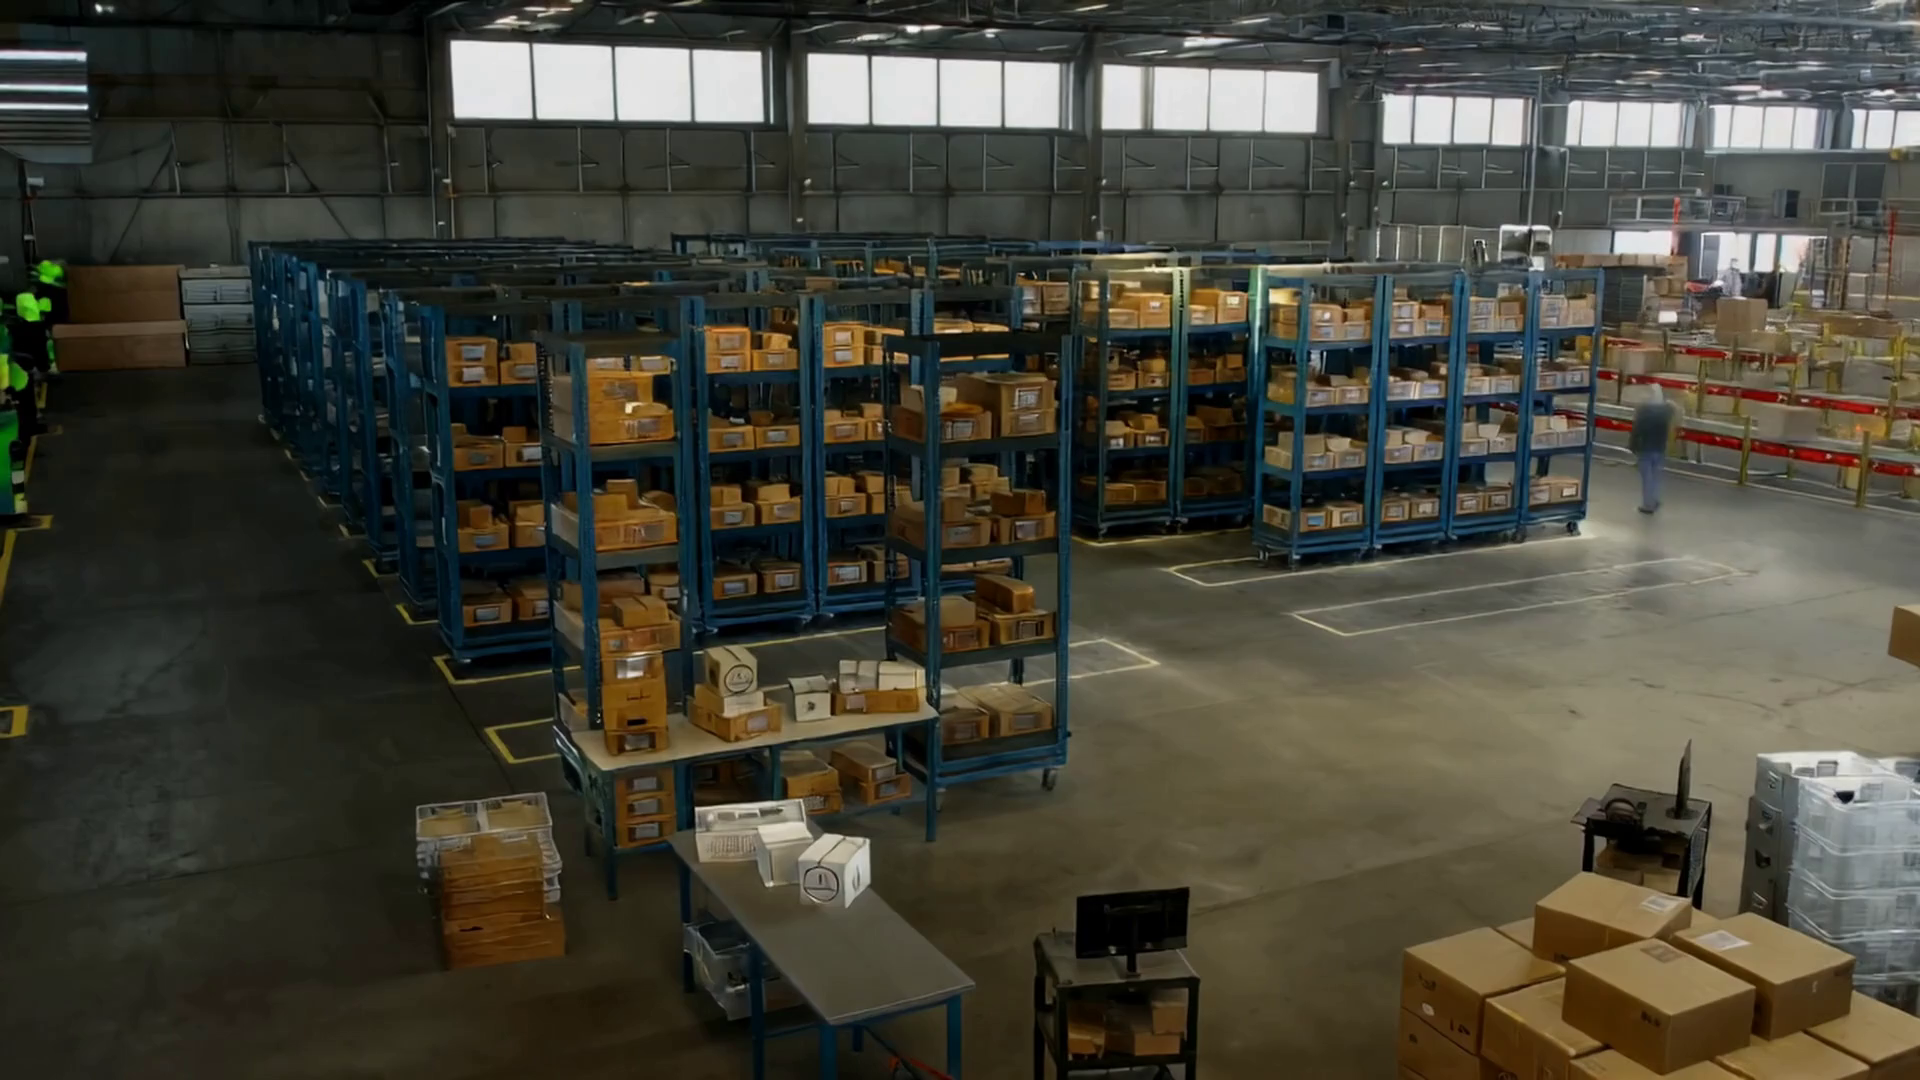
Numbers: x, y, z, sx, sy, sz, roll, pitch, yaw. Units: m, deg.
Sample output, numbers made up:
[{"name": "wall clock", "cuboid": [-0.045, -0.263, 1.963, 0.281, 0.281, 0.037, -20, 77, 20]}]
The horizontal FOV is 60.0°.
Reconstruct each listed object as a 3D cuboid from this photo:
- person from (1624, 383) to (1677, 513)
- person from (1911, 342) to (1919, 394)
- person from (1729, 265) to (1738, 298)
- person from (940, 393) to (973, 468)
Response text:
[{"name": "person", "cuboid": [9.981, -1.328, 24.079, 0.639, 1.885, 0.473, -3, 12, -14]}, {"name": "person", "cuboid": [21.770, -4.067, 37.469, 0.266, 1.631, 0.507, -4, 13, -18]}, {"name": "person", "cuboid": [28.912, -9.434, 62.317, 0.297, 1.744, 0.484, 4, 13, 20]}, {"name": "person", "cuboid": [-0.134, -0.969, 22.109, 0.618, 2.018, 0.878, -6, 14, -28]}]
